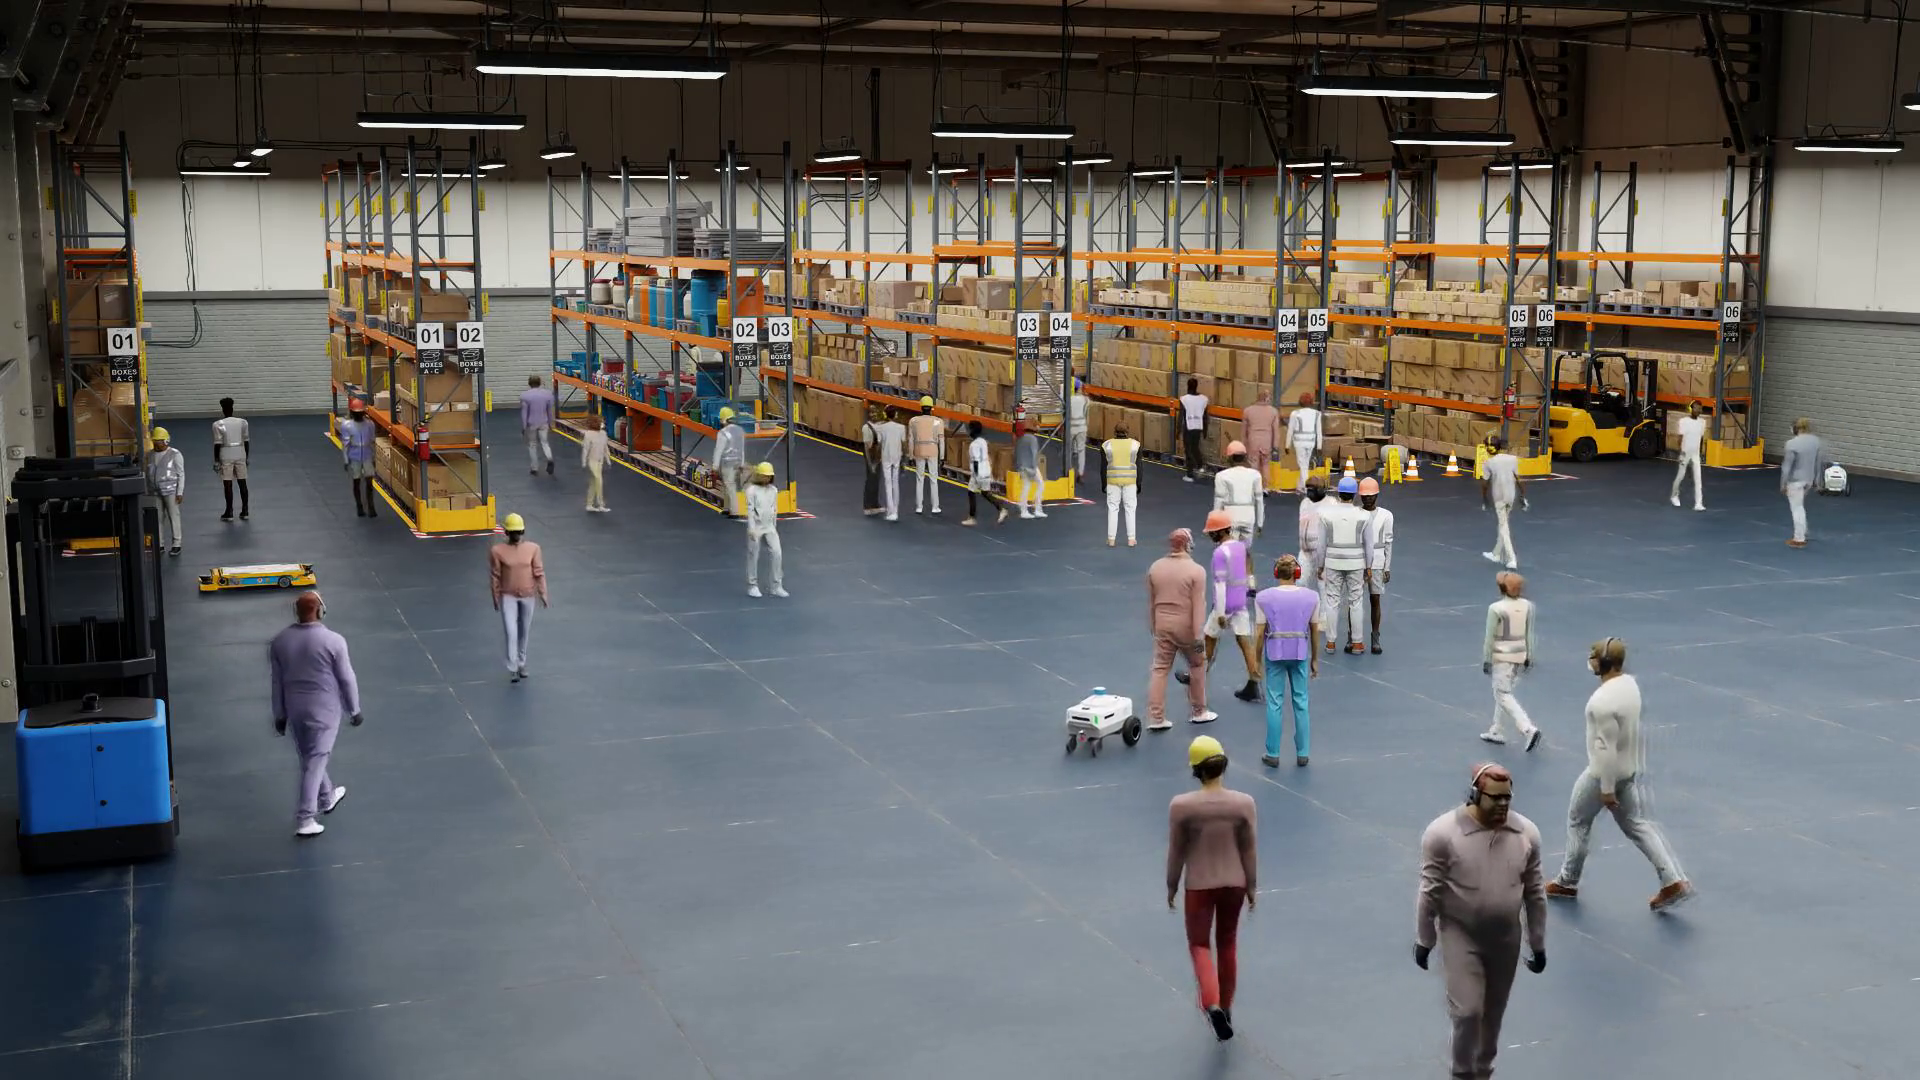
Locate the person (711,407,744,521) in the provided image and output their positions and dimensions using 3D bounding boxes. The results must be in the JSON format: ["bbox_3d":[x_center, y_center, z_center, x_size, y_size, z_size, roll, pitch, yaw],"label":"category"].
[{"bbox_3d":[-3.754,-1.211,33.326,0.688,1.806,0.617,5,10,28],"label":"person"}]

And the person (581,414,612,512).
[{"bbox_3d":[-5.885,-1.252,34.264,0.696,1.600,0.516,5,10,29],"label":"person"}]

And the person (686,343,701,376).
[{"bbox_3d":[-6.947,-4.410,54.603,0.404,1.829,0.600,1,9,4],"label":"person"}]

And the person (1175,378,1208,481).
[{"bbox_3d":[4.271,-2.034,38.544,0.598,1.905,0.446,-4,10,-27],"label":"person"}]

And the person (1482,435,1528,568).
[{"bbox_3d":[7.447,-0.541,28.865,0.599,1.809,0.877,-3,9,-16],"label":"person"}]

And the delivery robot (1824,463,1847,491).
[{"bbox_3d":[15.341,-1.113,36.687,0.477,0.478,0.707,3,9,21],"label":"delivery robot"}]

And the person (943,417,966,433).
[{"bbox_3d":[-0.084,-2.999,44.761,0.651,1.958,0.879,-6,11,-37],"label":"person"}]

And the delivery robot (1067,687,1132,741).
[{"bbox_3d":[1.254,1.567,18.820,0.477,0.478,0.707,5,10,32],"label":"delivery robot"}]

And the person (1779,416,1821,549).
[{"bbox_3d":[12.196,-0.846,30.500,0.640,1.926,0.489,-4,9,-26],"label":"person"}]

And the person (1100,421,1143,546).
[{"bbox_3d":[2.369,-0.834,30.728,0.627,1.844,0.429,0,9,3],"label":"person"}]

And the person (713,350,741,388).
[{"bbox_3d":[-5.672,-3.976,51.155,0.692,2.000,0.629,1,9,7],"label":"person"}]

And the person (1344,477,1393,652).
[{"bbox_3d":[4.478,0.271,23.042,0.545,1.938,0.362,2,9,11],"label":"person"}]

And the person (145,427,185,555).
[{"bbox_3d":[-11.348,-0.698,29.848,0.592,1.833,0.404,2,9,13],"label":"person"}]

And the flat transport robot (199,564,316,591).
[{"bbox_3d":[-9.181,0.476,27.349,1.431,0.197,0.652,-3,9,-21],"label":"flat transport robot"}]

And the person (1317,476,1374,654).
[{"bbox_3d":[4.231,0.272,23.001,0.614,1.945,0.406,2,9,14],"label":"person"}]

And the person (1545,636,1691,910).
[{"bbox_3d":[4.516,1.599,14.345,1.002,1.905,0.627,7,11,40],"label":"person"}]

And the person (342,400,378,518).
[{"bbox_3d":[-9.609,-1.292,33.594,0.564,1.892,0.943,-4,10,-27],"label":"person"}]

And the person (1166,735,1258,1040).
[{"bbox_3d":[1.482,2.016,12.100,0.539,1.729,0.679,-1,9,-10],"label":"person"}]

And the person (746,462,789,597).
[{"bbox_3d":[-2.453,-0.118,26.381,0.505,1.720,0.700,-6,11,-37],"label":"person"}]

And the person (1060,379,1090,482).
[{"bbox_3d":[2.095,-2.026,38.518,0.599,1.891,1.018,-2,9,-11],"label":"person"}]

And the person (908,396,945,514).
[{"bbox_3d":[-0.545,-1.388,34.145,0.595,1.923,0.381,1,9,4],"label":"person"}]

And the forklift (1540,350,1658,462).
[{"bbox_3d":[12.897,-2.725,42.309,2.313,2.155,1.214,-3,9,-21],"label":"forklift"}]

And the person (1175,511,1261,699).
[{"bbox_3d":[2.626,0.634,20.875,1.037,1.861,0.535,8,12,43],"label":"person"}]

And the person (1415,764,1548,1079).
[{"bbox_3d":[2.766,2.111,10.931,0.682,1.885,0.678,-1,9,-8],"label":"person"}]

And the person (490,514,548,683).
[{"bbox_3d":[-4.520,0.602,21.524,0.540,1.727,0.861,-4,9,-23],"label":"person"}]

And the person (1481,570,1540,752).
[{"bbox_3d":[4.948,1.080,18.752,0.523,1.619,0.724,-5,10,-32],"label":"person"}]

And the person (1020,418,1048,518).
[{"bbox_3d":[1.186,-1.154,33.619,0.552,1.613,0.507,-4,10,-26],"label":"person"}]

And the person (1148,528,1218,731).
[{"bbox_3d":[2.089,0.823,19.556,0.676,1.870,0.893,7,11,39],"label":"person"}]

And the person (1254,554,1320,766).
[{"bbox_3d":[2.834,1.048,18.191,0.564,1.838,0.389,0,9,-1],"label":"person"}]

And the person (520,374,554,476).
[{"bbox_3d":[-7.907,-2.154,39.265,0.634,1.927,0.646,-5,10,-30],"label":"person"}]

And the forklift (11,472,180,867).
[{"bbox_3d":[-6.630,0.886,15.957,1.129,2.768,1.873,-3,9,-21],"label":"forklift"}]

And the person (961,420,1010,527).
[{"bbox_3d":[0.400,-1.038,32.687,0.711,1.665,0.542,4,9,23],"label":"person"}]

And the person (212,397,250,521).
[{"bbox_3d":[-11.629,-1.297,33.424,0.600,1.960,0.374,-8,12,-43],"label":"person"}]

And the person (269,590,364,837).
[{"bbox_3d":[-4.978,1.314,16.308,0.639,1.864,0.982,3,9,17],"label":"person"}]

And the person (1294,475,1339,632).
[{"bbox_3d":[4.093,0.163,24.184,0.575,1.820,0.622,-7,11,-39],"label":"person"}]

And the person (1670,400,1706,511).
[{"bbox_3d":[12.110,-1.433,34.795,0.520,1.830,0.952,-1,9,-4],"label":"person"}]

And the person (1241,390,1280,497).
[{"bbox_3d":[5.157,-1.646,36.029,0.621,1.879,0.502,0,9,-1],"label":"person"}]

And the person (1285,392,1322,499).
[{"bbox_3d":[5.929,-1.632,36.107,0.586,1.836,0.992,-3,9,-18],"label":"person"}]

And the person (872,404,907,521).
[{"bbox_3d":[-1.122,-1.255,33.511,0.547,1.869,0.431,-4,9,-25],"label":"person"}]

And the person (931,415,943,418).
[{"bbox_3d":[-0.585,-3.929,51.001,0.650,1.946,0.954,-5,10,-29],"label":"person"}]

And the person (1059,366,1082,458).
[{"bbox_3d":[2.214,-2.604,42.382,0.584,1.883,0.337,-5,10,-28],"label":"person"}]

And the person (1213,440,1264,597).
[{"bbox_3d":[3.461,-0.230,26.138,0.615,2.018,0.517,-2,9,-16],"label":"person"}]

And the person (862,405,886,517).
[{"bbox_3d":[-1.366,-1.302,33.993,0.351,1.812,0.685,4,10,27],"label":"person"}]
